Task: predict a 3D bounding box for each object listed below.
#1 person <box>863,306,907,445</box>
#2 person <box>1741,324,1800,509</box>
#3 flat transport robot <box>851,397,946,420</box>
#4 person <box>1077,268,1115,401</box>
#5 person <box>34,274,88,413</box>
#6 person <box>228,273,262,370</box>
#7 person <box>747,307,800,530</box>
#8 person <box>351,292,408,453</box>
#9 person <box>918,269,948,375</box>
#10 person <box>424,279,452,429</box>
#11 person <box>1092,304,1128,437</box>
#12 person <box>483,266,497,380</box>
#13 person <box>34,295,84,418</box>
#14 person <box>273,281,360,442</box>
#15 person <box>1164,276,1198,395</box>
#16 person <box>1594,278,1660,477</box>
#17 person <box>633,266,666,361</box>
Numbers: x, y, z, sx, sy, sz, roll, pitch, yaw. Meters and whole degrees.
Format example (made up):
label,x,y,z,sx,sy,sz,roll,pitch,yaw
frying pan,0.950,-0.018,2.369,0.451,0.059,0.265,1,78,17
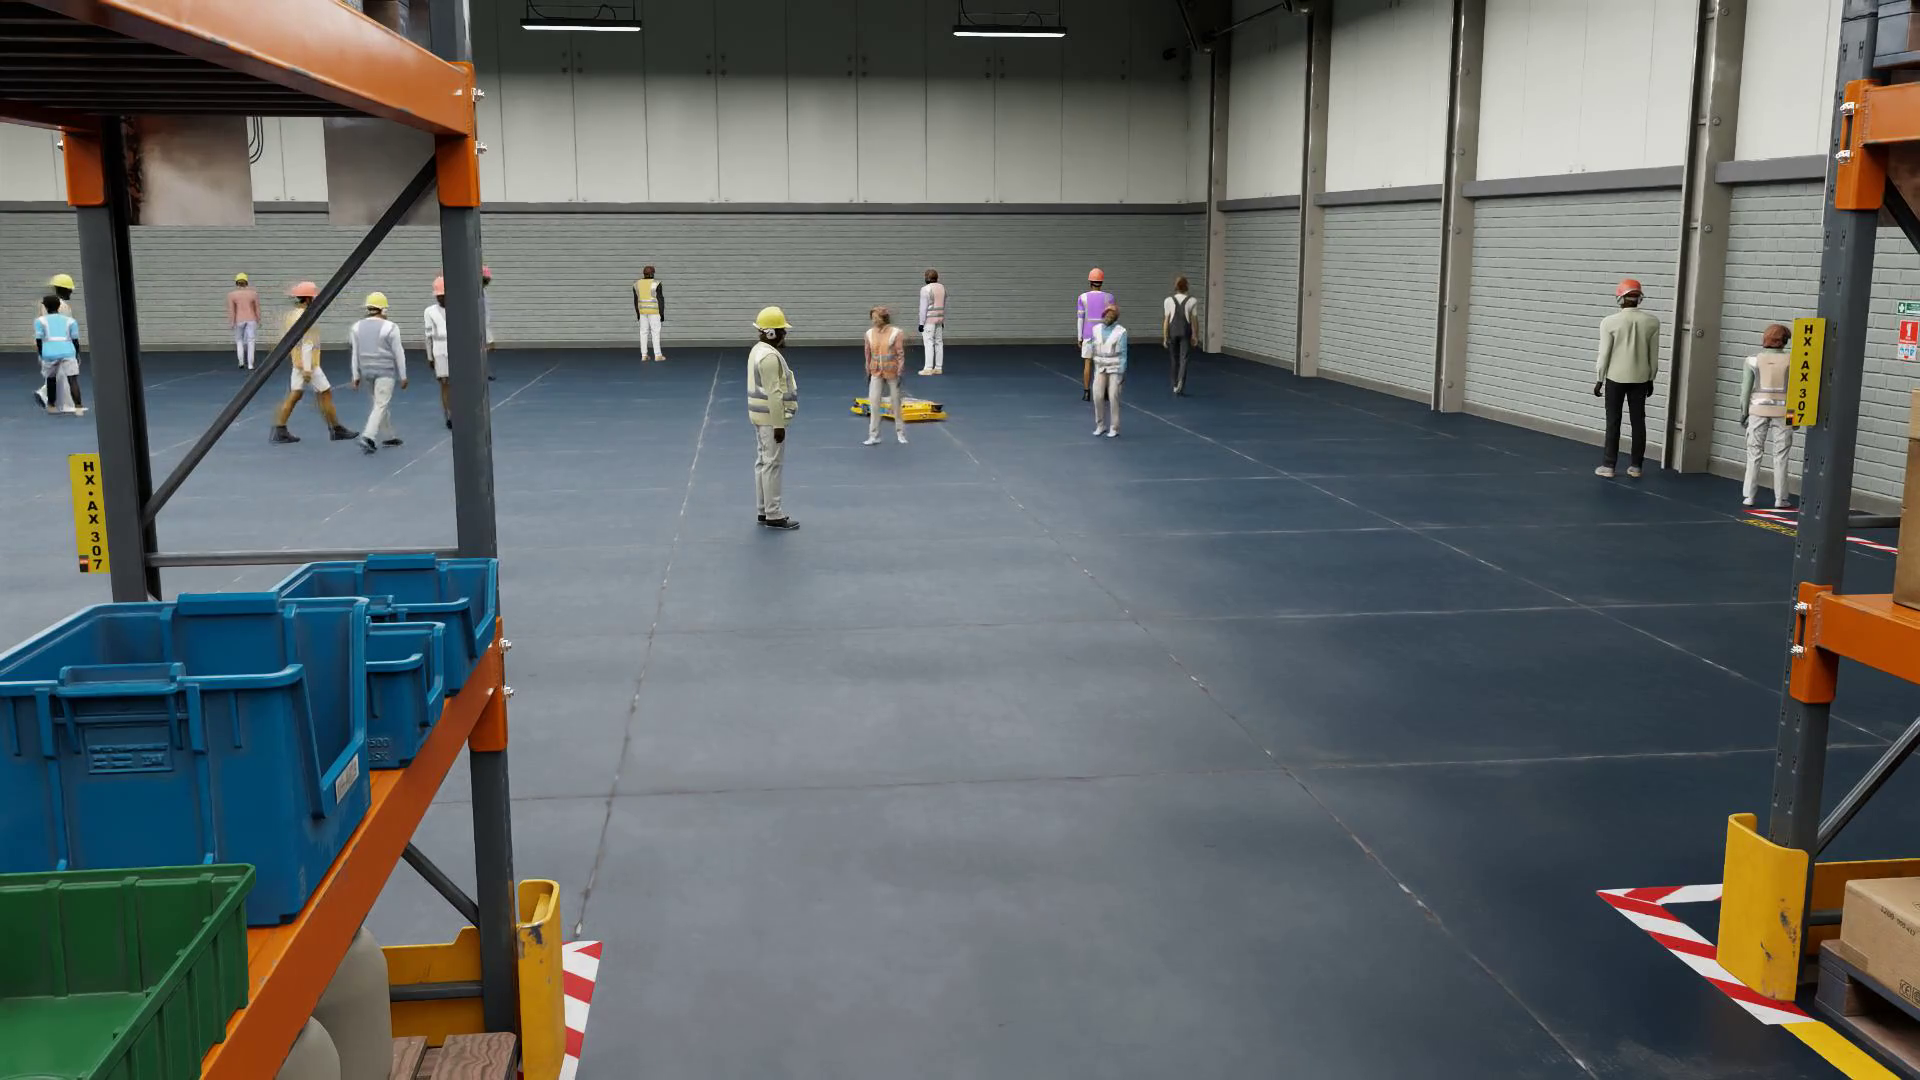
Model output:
label,x,y,z,sx,sy,sz,roll,pitch,yaw
person,-0.855,-1.900,19.306,0.532,1.606,0.574,4,11,23
person,7.205,-1.094,14.777,0.512,1.638,0.312,6,12,32
flat transport robot,-0.835,-1.769,22.223,0.652,0.197,1.431,-6,12,-31
person,1.995,-3.005,24.412,0.551,1.942,0.340,1,10,5
person,-12.306,-2.675,22.708,0.610,1.900,0.543,10,14,43
person,-13.008,-3.974,30.283,0.533,1.745,0.676,-4,11,-21
person,-1.542,-1.002,13.738,0.403,1.833,0.590,-4,11,-19
person,-6.555,-1.884,18.700,0.606,1.797,0.907,3,11,16
person,-0.502,-3.805,29.078,0.429,1.843,0.633,9,13,39
person,-6.416,-2.330,20.887,0.540,1.871,0.997,-3,11,-18
person,1.798,-2.016,19.893,0.534,1.600,0.472,7,12,33
person,-7.997,-3.613,27.798,0.463,1.921,0.551,-6,12,-30
person,-12.073,-2.452,22.266,0.544,1.613,0.953,-9,13,-39
person,-7.662,-2.084,19.533,0.986,1.889,0.562,-8,13,-37
person,3.372,-3.120,25.422,0.521,1.812,0.914,2,10,10
person,6.682,-1.622,16.697,0.609,1.992,0.386,0,10,0
person,-6.026,-4.408,32.387,0.627,1.844,0.429,3,11,17
